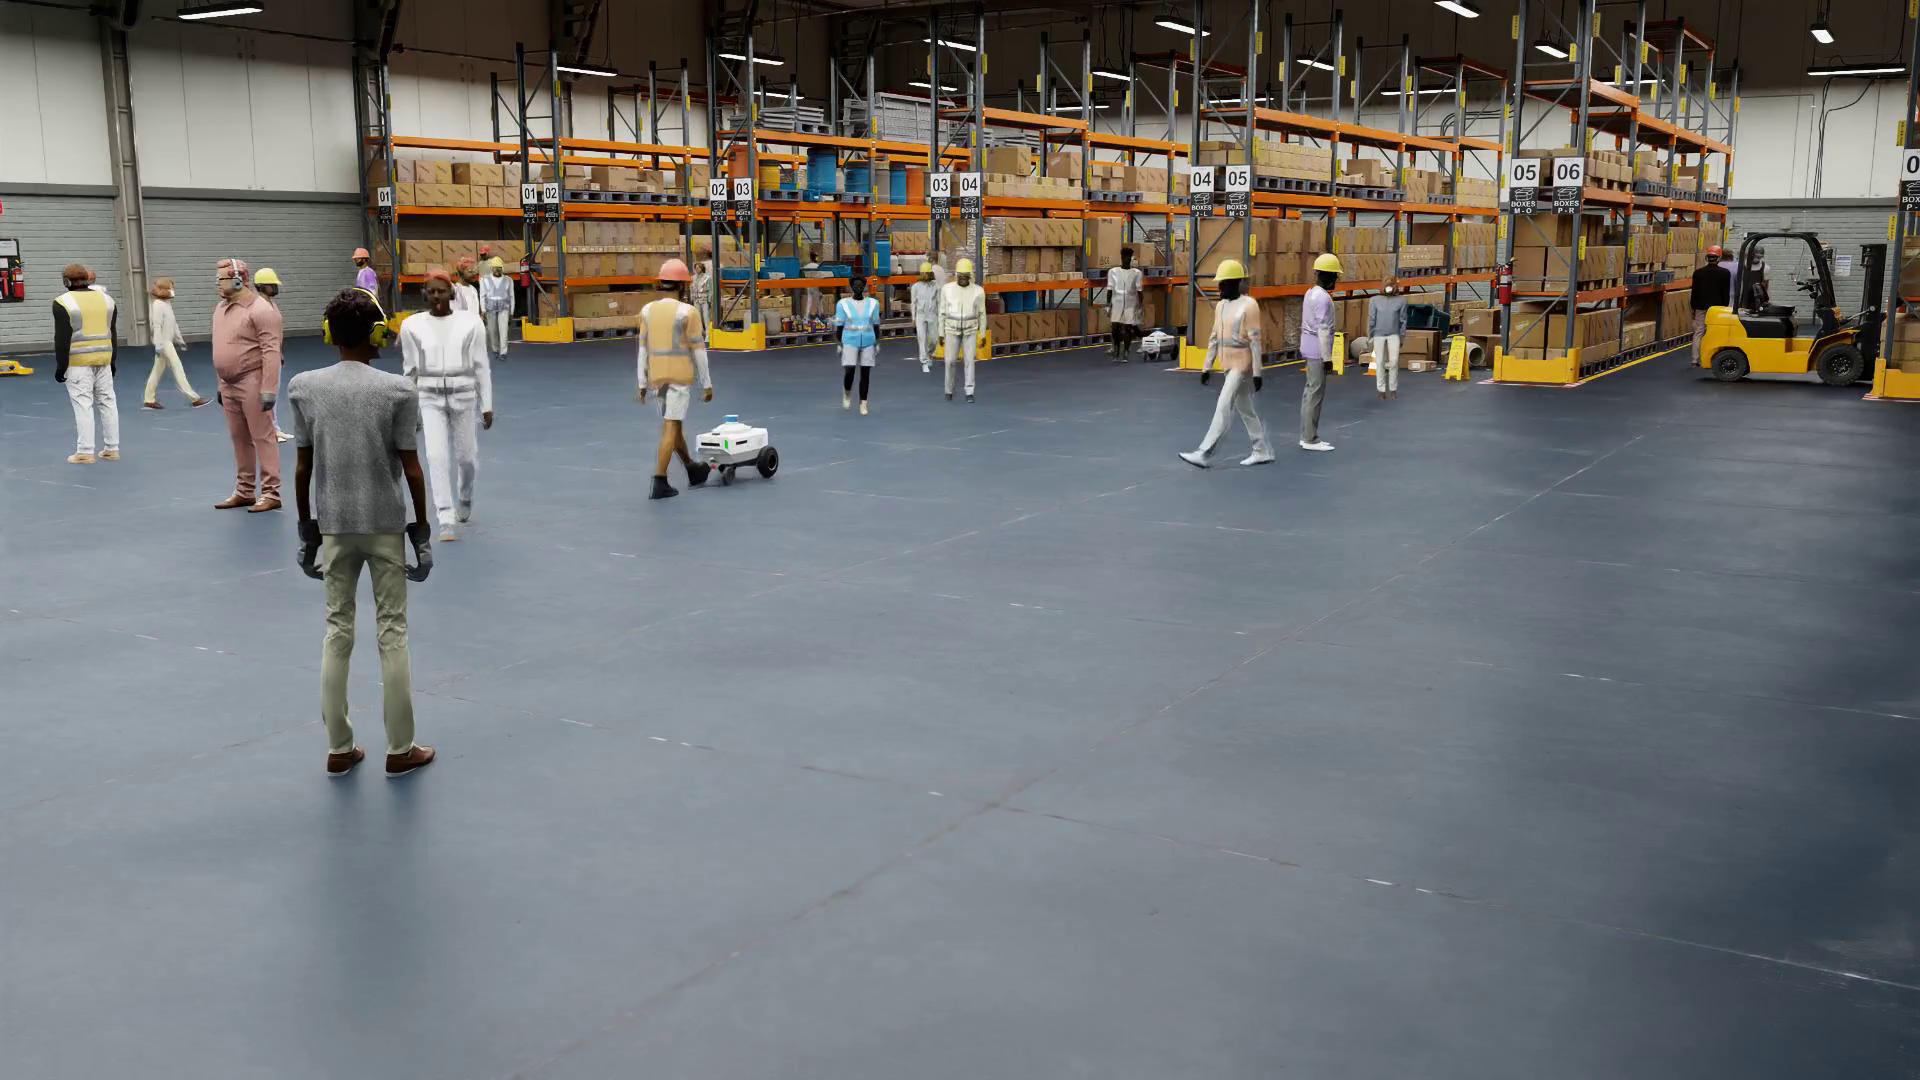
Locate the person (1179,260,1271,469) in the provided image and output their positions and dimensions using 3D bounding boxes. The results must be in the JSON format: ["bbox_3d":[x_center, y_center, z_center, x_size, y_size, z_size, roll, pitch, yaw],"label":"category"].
[{"bbox_3d":[2.428,-1.576,15.000,1.020,1.867,0.611,-4,11,-20],"label":"person"}]

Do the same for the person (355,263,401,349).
[{"bbox_3d":[-10.656,-4.287,30.398,0.800,1.805,0.536,-7,12,-34],"label":"person"}]

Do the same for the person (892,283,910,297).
[{"bbox_3d":[-1.717,-7.442,47.723,0.593,1.917,0.392,5,11,26],"label":"person"}]

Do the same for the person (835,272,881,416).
[{"bbox_3d":[-1.194,-2.303,19.596,0.536,1.685,0.382,-3,10,-15],"label":"person"}]

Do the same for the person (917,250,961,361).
[{"bbox_3d":[-0.355,-4.023,28.602,0.759,1.911,0.645,3,11,18],"label":"person"}]

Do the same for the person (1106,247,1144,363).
[{"bbox_3d":[2.793,-3.973,28.167,0.646,1.953,0.510,1,10,5],"label":"person"}]

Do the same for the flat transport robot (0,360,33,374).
[{"bbox_3d":[-14.912,-2.587,25.133,0.652,0.197,1.431,8,13,37],"label":"flat transport robot"}]

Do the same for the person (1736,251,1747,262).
[{"bbox_3d":[17.845,-5.675,38.018,0.974,1.844,0.708,6,12,30],"label":"person"}]

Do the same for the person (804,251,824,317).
[{"bbox_3d":[-3.405,-5.866,39.155,0.554,1.818,0.956,5,11,25],"label":"person"}]

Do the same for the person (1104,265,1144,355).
[{"bbox_3d":[3.079,-4.189,30.323,0.933,1.629,0.536,-6,12,-30],"label":"person"}]

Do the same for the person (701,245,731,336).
[{"bbox_3d":[-5.464,-5.495,36.656,0.612,1.993,1.100,5,11,24],"label":"person"}]

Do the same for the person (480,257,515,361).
[{"bbox_3d":[-8.067,-4.038,29.007,0.583,1.803,0.894,-3,10,-14],"label":"person"}]

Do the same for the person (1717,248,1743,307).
[{"bbox_3d":[14.493,-4.567,31.561,0.635,1.936,0.355,5,11,27],"label":"person"}]

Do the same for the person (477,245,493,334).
[{"bbox_3d":[-10.586,-5.588,37.132,0.629,1.979,0.496,8,13,38],"label":"person"}]

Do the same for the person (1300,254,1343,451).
[{"bbox_3d":[3.534,-1.836,16.310,0.384,1.920,0.593,0,10,3],"label":"person"}]

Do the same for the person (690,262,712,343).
[{"bbox_3d":[-5.276,-4.843,33.935,0.515,1.641,0.315,5,11,26],"label":"person"}]

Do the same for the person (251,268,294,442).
[{"bbox_3d":[-7.050,-1.885,17.015,0.305,1.771,0.525,-1,10,-5],"label":"person"}]

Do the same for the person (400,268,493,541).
[{"bbox_3d":[-3.558,-0.957,11.570,0.583,1.857,0.839,-3,10,-14],"label":"person"}]

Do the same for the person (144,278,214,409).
[{"bbox_3d":[-9.607,-2.383,20.289,0.836,1.589,0.519,-3,11,-17],"label":"person"}]

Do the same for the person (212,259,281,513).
[{"bbox_3d":[-5.417,-1.160,12.573,0.643,1.905,0.400,6,12,32],"label":"person"}]

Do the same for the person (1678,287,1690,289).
[{"bbox_3d":[16.771,-5.808,38.390,1.080,1.985,0.614,6,12,30],"label":"person"}]

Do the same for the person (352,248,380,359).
[{"bbox_3d":[-10.410,-4.132,29.123,0.375,1.939,0.546,-8,13,-37],"label":"person"}]

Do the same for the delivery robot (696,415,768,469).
[{"bbox_3d":[-1.945,-0.826,14.215,0.477,0.478,0.707,5,11,24],"label":"delivery robot"}]

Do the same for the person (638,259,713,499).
[{"bbox_3d":[-2.266,-1.313,13.472,0.570,1.883,0.987,5,11,28],"label":"person"}]

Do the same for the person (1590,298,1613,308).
[{"bbox_3d":[14.155,-5.451,36.753,0.531,1.849,0.591,6,12,31],"label":"person"}]

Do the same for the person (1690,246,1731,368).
[{"bbox_3d":[12.180,-3.775,27.010,0.412,1.986,0.603,-10,14,-44],"label":"person"}]

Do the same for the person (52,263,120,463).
[{"bbox_3d":[-8.084,-1.625,15.371,0.430,1.838,0.620,5,11,25],"label":"person"}]

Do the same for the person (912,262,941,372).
[{"bbox_3d":[-0.537,-3.513,26.245,0.490,1.730,0.502,-2,10,-13],"label":"person"}]

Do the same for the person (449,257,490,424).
[{"bbox_3d":[-5.515,-2.224,18.641,0.405,1.871,0.580,3,10,14],"label":"person"}]

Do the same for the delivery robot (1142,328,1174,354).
[{"bbox_3d":[3.426,-3.424,28.764,0.477,0.478,0.707,6,12,30],"label":"delivery robot"}]

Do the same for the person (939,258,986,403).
[{"bbox_3d":[0.028,-2.665,21.198,0.598,1.834,0.403,0,10,0],"label":"person"}]

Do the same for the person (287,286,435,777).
[{"bbox_3d":[-2.265,-0.019,6.314,0.517,1.863,0.315,0,10,0],"label":"person"}]

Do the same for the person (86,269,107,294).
[{"bbox_3d":[-14.117,-3.601,27.084,0.530,1.606,0.814,-5,11,-25],"label":"person"}]

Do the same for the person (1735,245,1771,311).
[{"bbox_3d":[15.596,-4.849,32.848,0.710,2.000,0.581,3,11,16],"label":"person"}]

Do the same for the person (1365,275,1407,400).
[{"bbox_3d":[5.507,-2.609,21.508,0.507,1.613,0.633,3,11,15],"label":"person"}]
